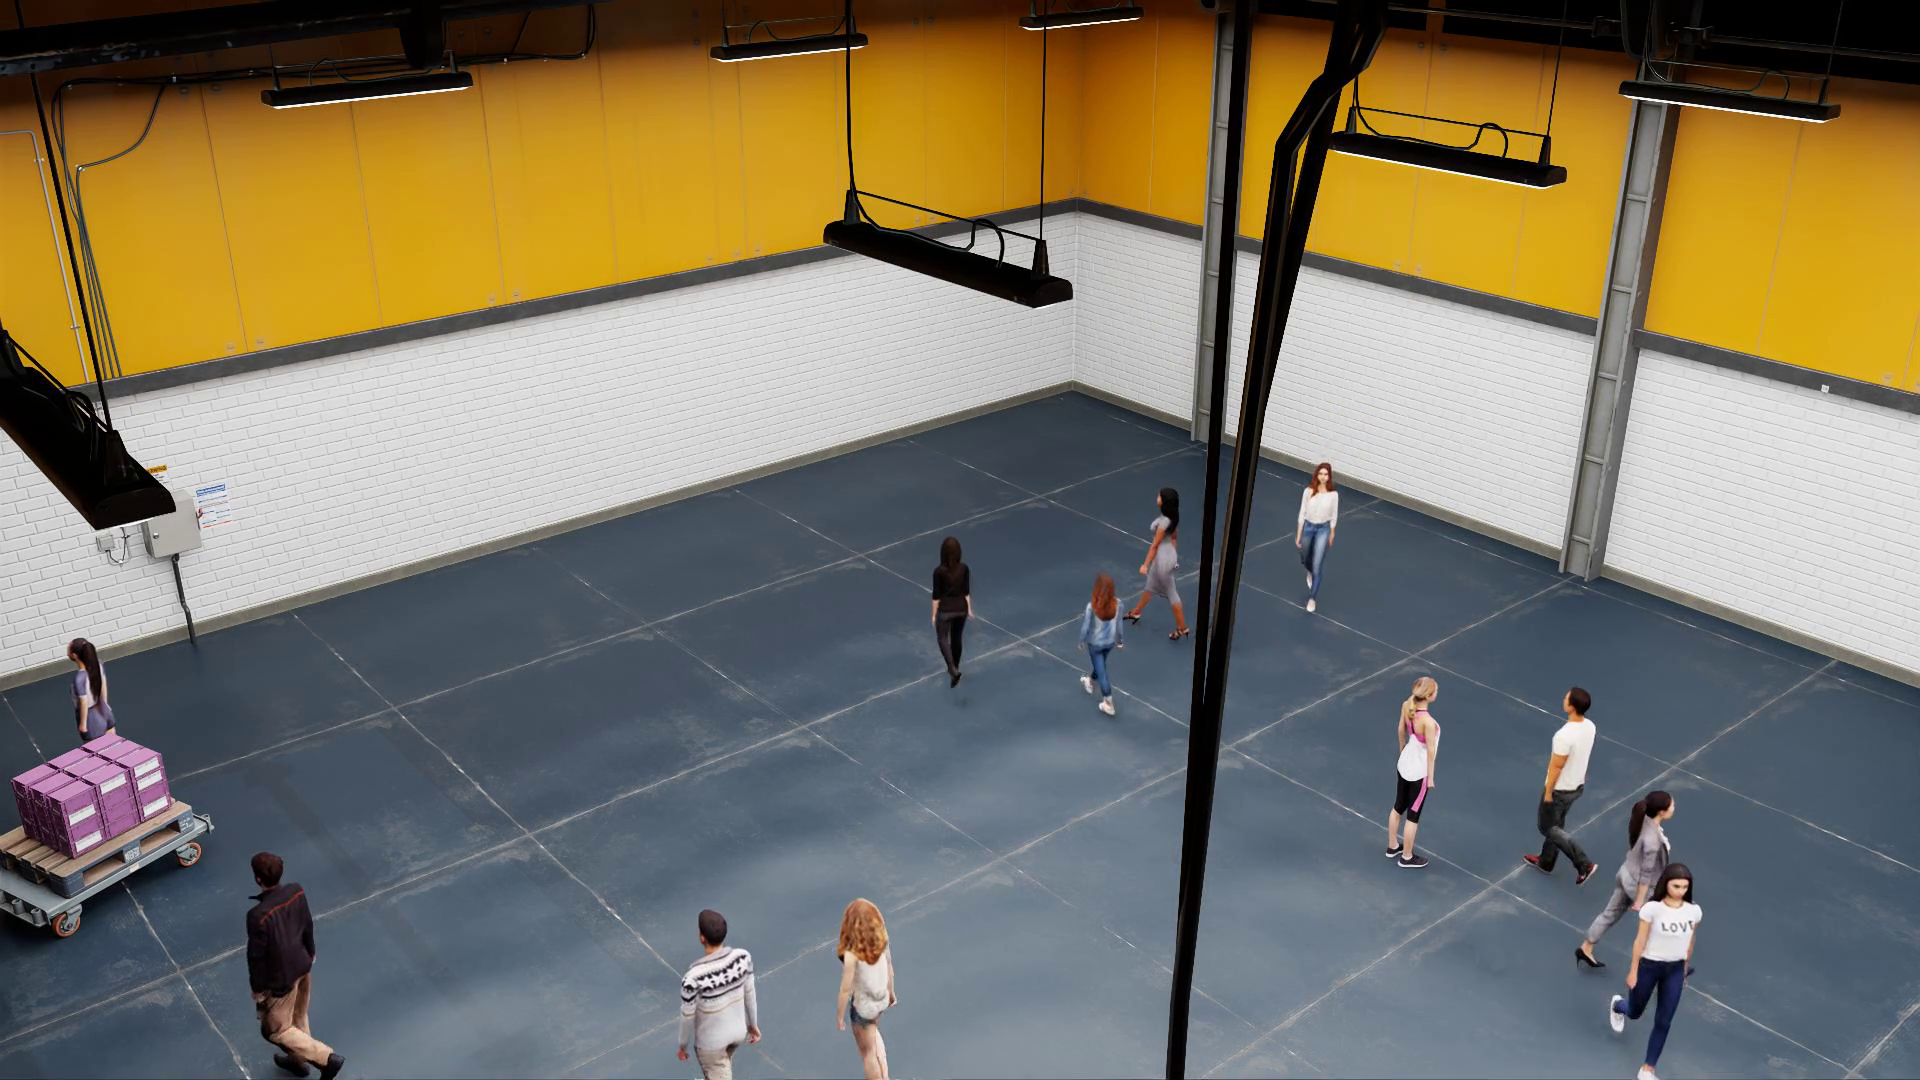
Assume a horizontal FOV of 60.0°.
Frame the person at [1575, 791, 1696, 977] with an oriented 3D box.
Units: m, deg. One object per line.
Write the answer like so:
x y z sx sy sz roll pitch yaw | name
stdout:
5.118 2.670 12.790 1.166 1.619 1.078 3 24 7 | person

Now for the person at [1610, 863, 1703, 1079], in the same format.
4.914 3.027 11.806 0.993 1.752 1.106 -1 24 -2 | person

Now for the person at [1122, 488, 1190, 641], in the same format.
2.311 0.304 18.043 1.141 1.746 0.927 8 25 19 | person

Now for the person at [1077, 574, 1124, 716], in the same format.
1.446 1.068 16.676 0.759 1.441 1.033 -10 26 -22 | person

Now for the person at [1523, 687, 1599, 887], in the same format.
5.123 2.092 13.905 0.644 1.784 0.910 -20 31 -38 | person

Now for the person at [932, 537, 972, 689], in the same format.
-0.059 0.773 17.119 0.768 1.628 0.945 -7 25 -17 | person

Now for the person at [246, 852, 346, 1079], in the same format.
-4.653 3.042 11.574 1.113 1.911 0.983 8 25 19 | person

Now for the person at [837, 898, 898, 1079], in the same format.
-0.555 3.229 11.348 0.638 1.750 0.642 20 31 38 | person

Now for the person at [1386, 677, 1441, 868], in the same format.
3.867 1.966 14.188 0.728 1.788 0.569 -9 25 -20 | person

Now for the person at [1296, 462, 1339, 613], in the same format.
4.067 -0.097 19.015 1.078 1.702 0.977 8 25 18 | person

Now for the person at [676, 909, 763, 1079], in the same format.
-1.552 3.330 11.032 0.746 1.818 1.175 -20 31 -39 | person

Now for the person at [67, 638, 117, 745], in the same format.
-7.847 1.629 15.134 0.731 1.650 0.661 1 24 2 | person
